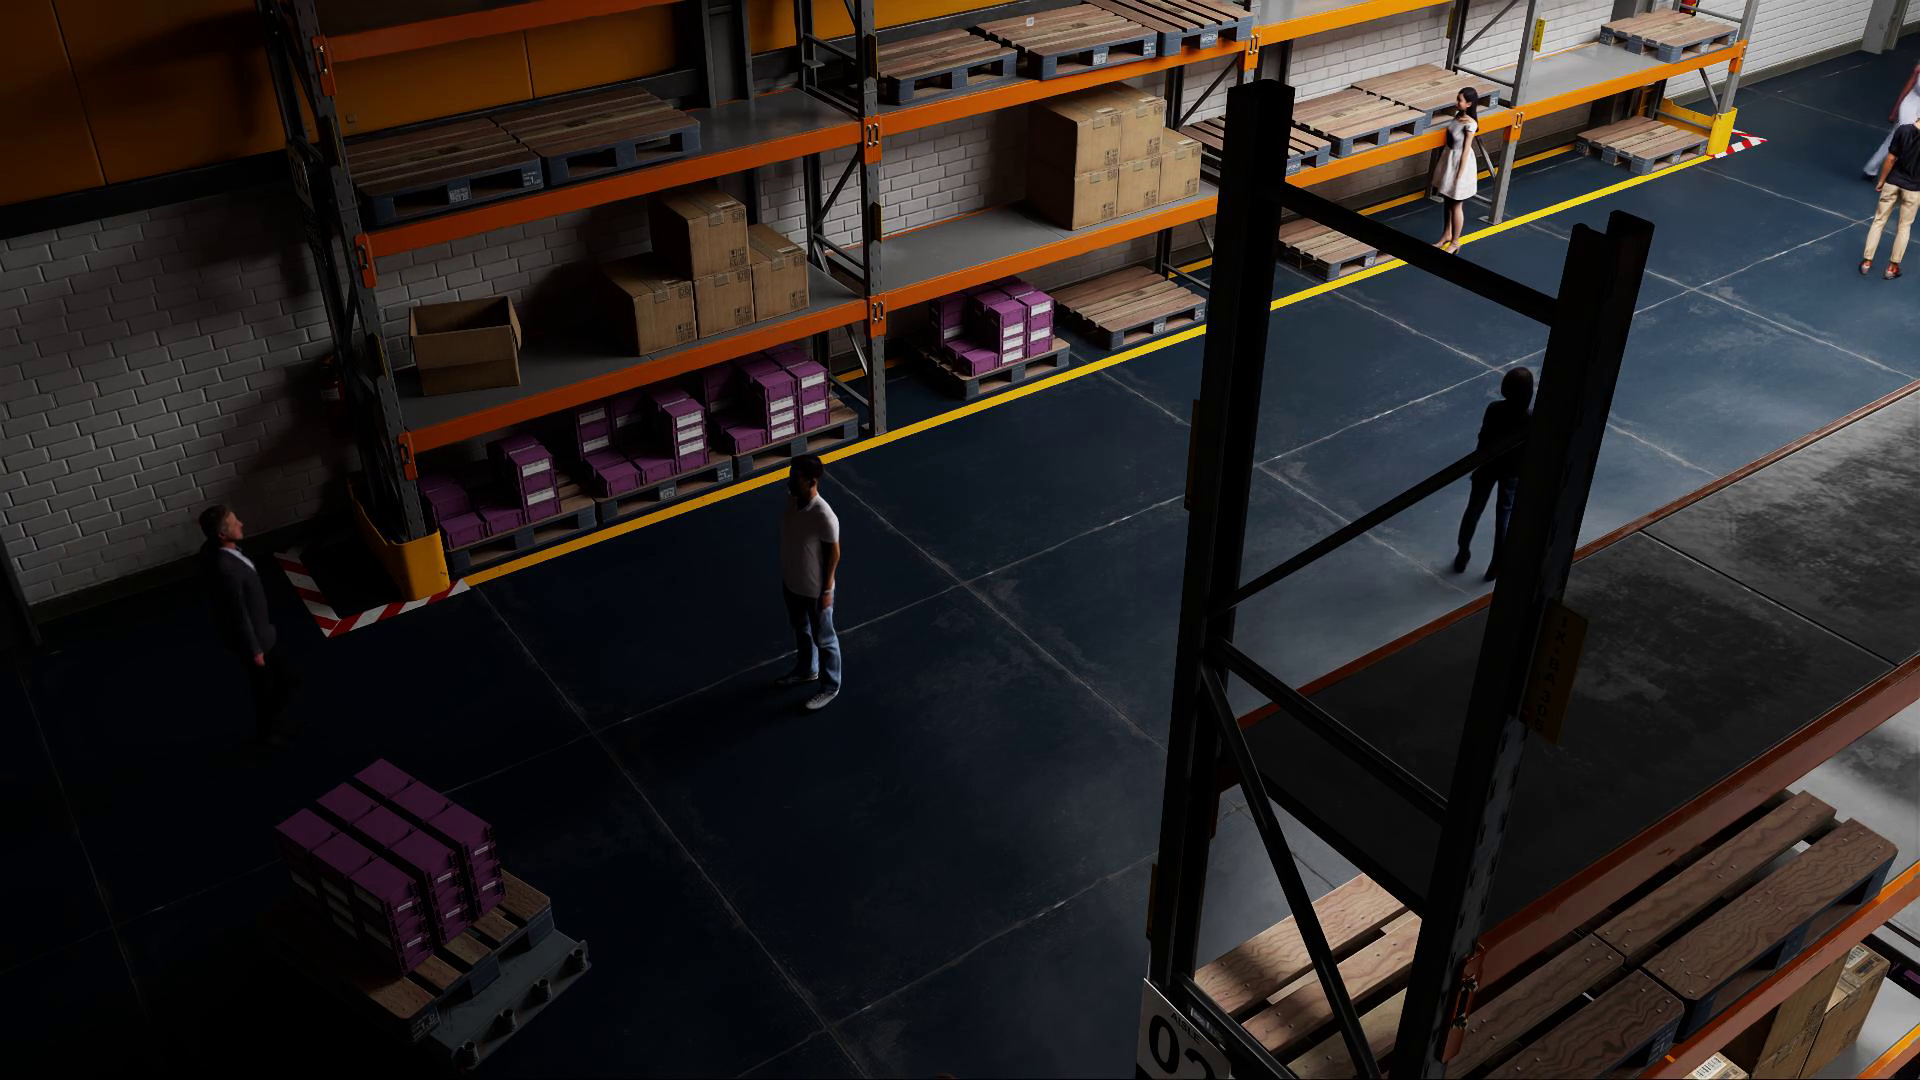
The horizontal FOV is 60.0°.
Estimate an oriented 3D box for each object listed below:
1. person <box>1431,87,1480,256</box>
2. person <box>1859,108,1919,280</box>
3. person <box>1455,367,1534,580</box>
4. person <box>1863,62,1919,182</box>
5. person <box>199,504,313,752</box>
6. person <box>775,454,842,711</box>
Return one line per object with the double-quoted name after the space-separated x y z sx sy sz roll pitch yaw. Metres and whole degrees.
5.084 -3.769 17.036 0.800 1.769 0.776 -3 34 -4 "person"
9.413 -3.523 16.585 0.682 1.859 0.622 25 41 32 "person"
3.940 -0.489 12.167 0.646 1.696 0.671 16 37 23 "person"
10.536 -4.764 18.569 1.091 1.730 0.898 -6 34 -9 "person"
-4.528 0.595 10.415 0.632 1.830 0.734 -19 38 -26 "person"
-0.989 0.250 10.902 0.580 1.867 0.686 -25 41 -32 "person"
